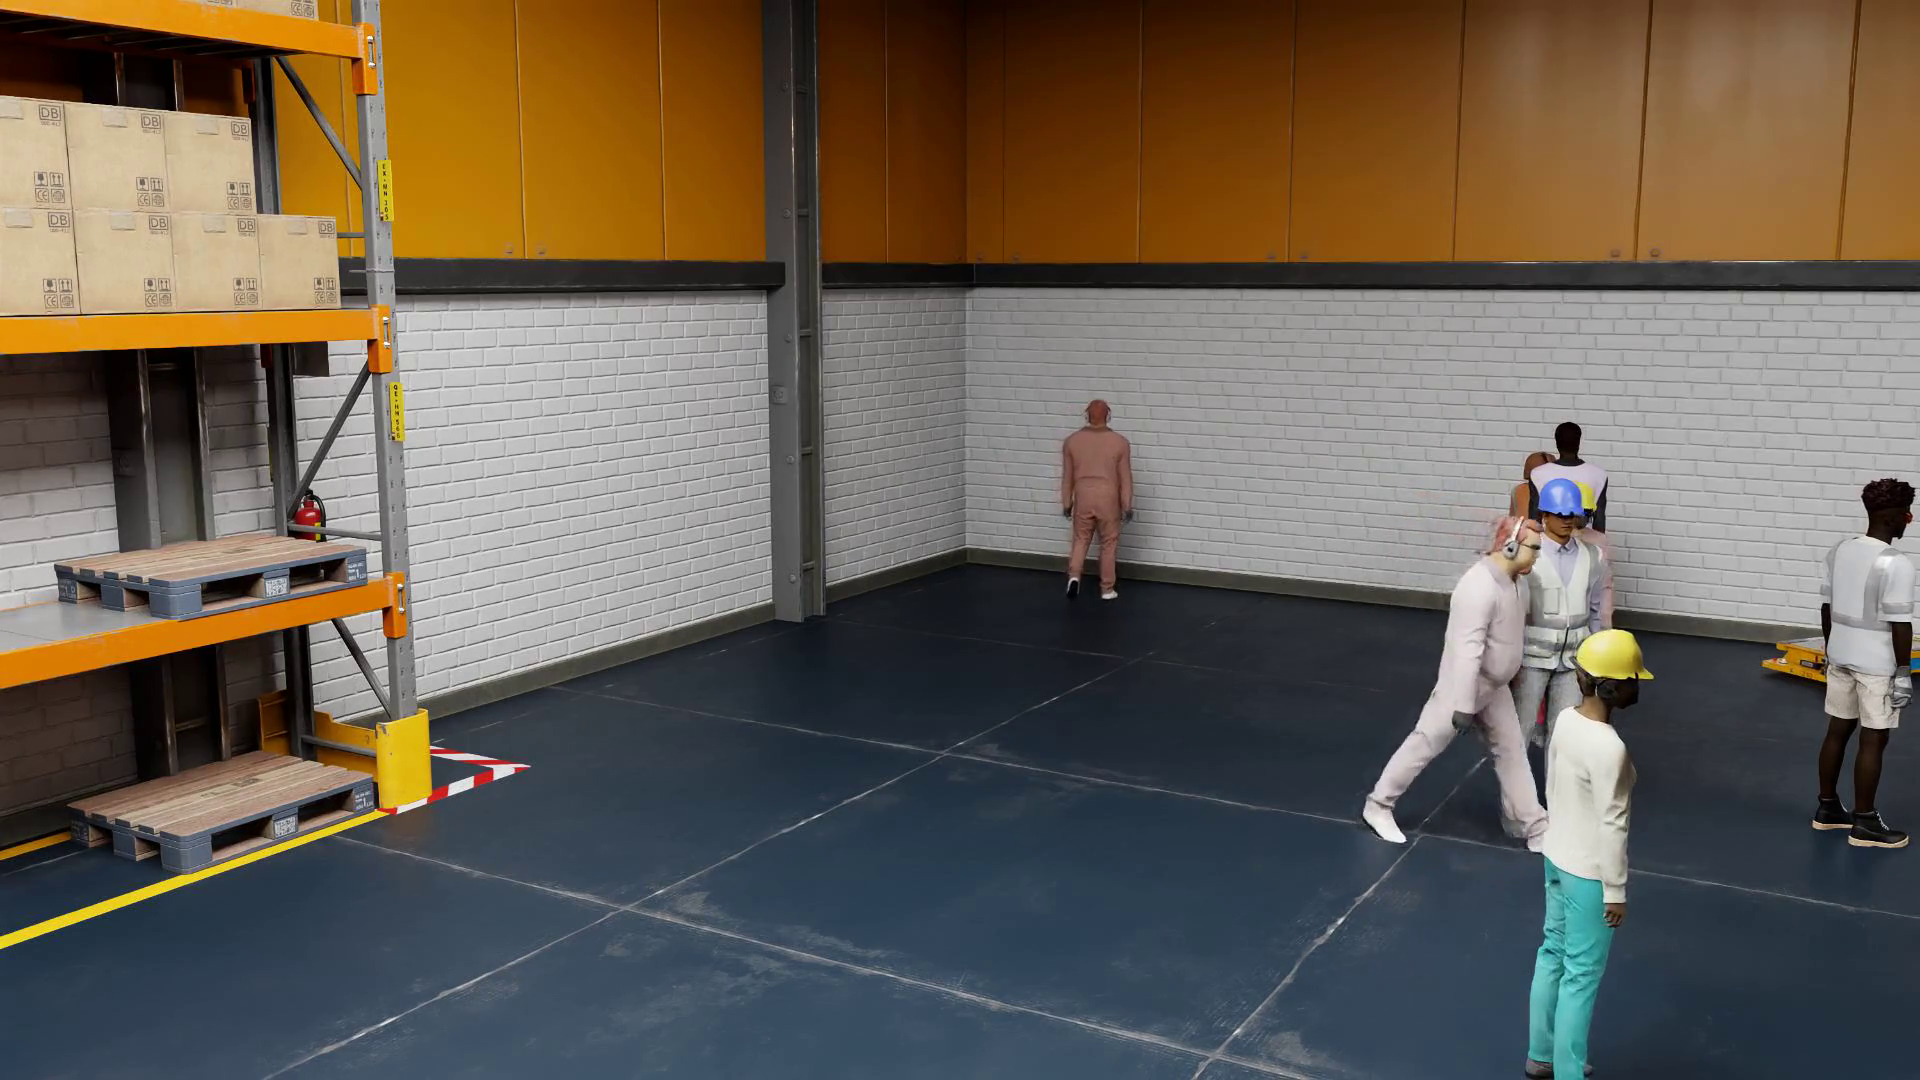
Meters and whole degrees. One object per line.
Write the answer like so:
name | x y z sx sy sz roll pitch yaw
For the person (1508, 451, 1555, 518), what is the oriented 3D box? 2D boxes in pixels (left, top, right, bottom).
person | 4.512 0.124 13.092 0.314 1.641 0.515 -4 10 -24

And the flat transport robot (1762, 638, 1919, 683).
flat transport robot | 6.876 0.882 12.624 1.431 0.197 0.652 -4 10 -24

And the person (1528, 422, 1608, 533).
person | 4.572 0.069 12.581 0.590 1.916 0.391 0 9 2

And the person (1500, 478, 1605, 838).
person | 3.174 0.631 8.970 0.604 1.949 0.384 -2 9 -10

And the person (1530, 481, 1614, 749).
person | 3.826 0.493 10.438 0.537 1.751 0.381 -1 9 -7

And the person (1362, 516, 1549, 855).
person | 2.683 0.752 8.715 1.167 1.803 0.658 6 11 34

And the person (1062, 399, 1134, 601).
person | 1.269 -0.353 15.277 0.667 1.894 0.625 3 10 20

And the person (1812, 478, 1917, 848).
person | 4.841 0.640 8.859 0.361 1.962 0.618 -2 9 -10

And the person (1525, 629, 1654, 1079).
person | 2.301 1.190 6.050 0.327 1.767 0.533 0 9 -1
